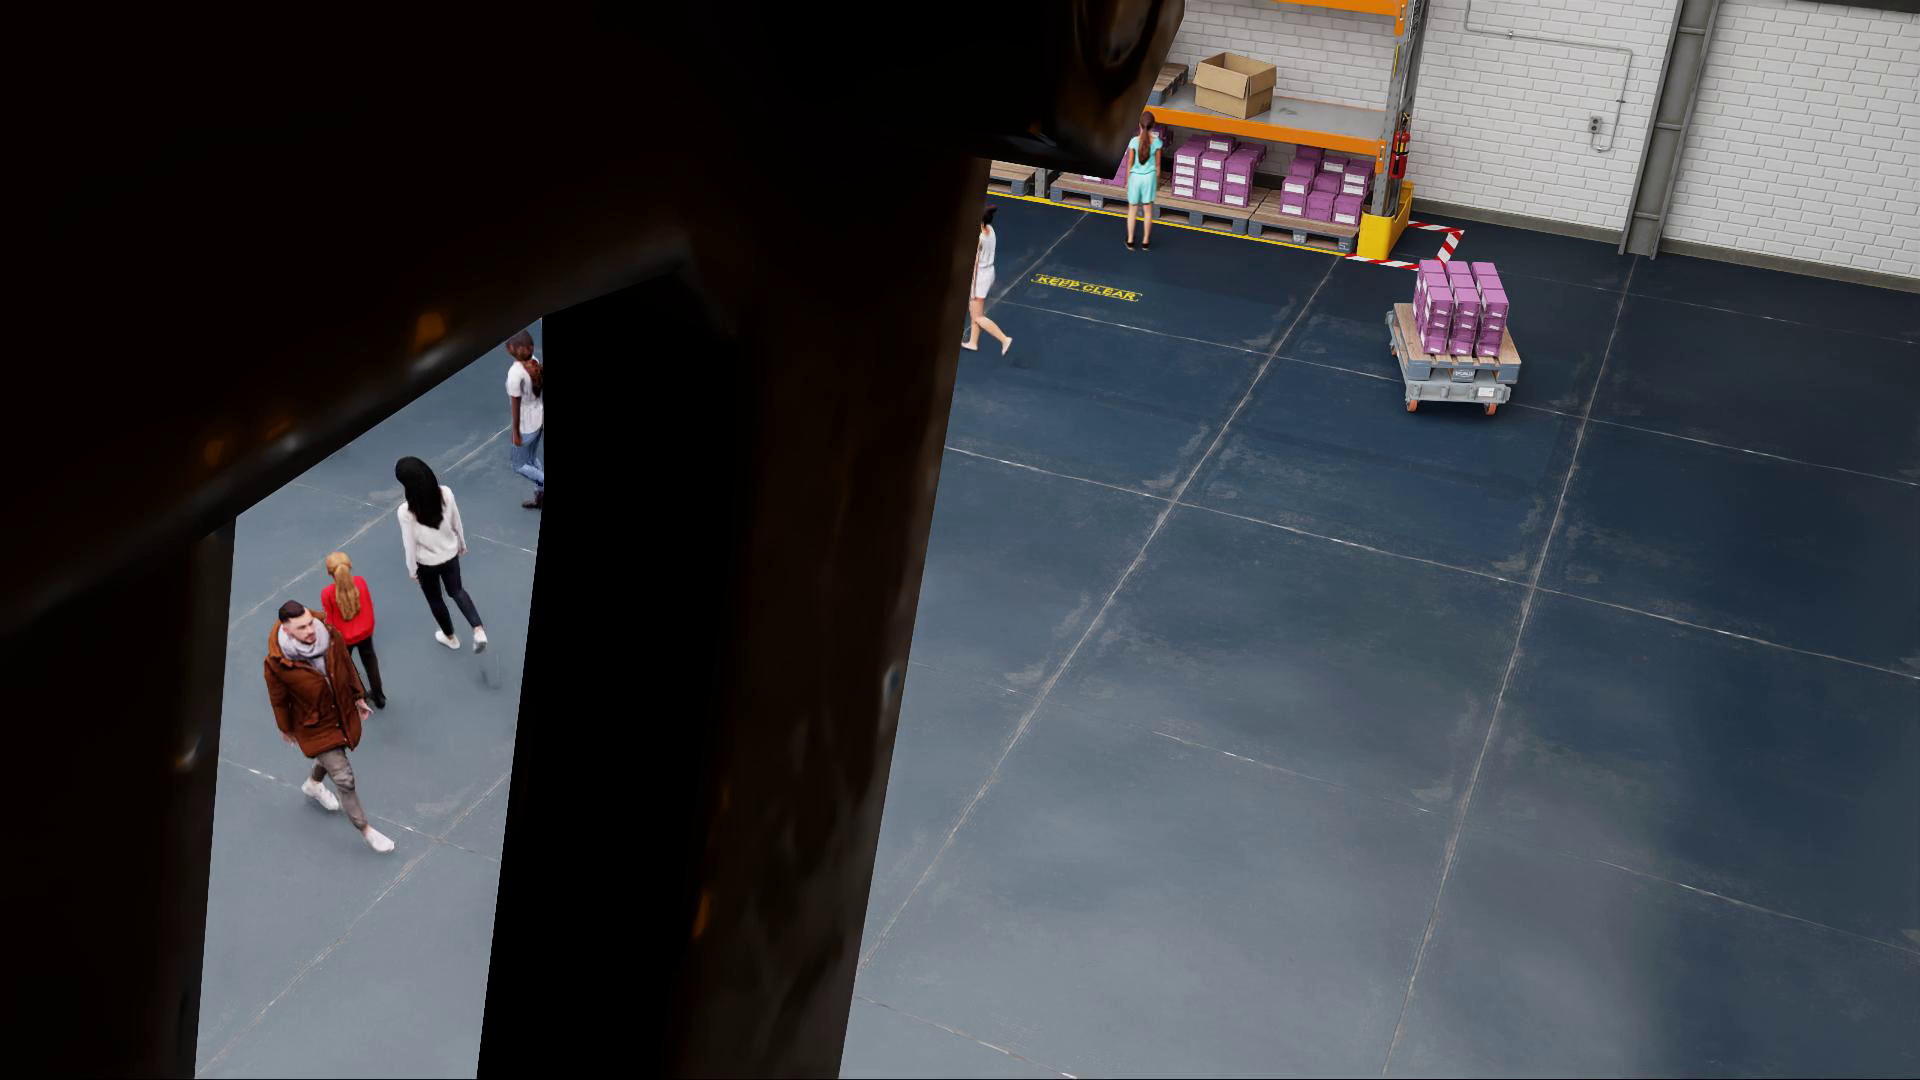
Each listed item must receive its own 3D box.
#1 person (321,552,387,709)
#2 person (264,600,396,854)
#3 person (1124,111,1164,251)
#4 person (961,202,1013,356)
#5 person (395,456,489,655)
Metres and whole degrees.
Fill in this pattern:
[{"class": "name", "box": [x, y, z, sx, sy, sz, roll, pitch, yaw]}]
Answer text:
[{"class": "person", "box": [-4.214, 0.666, 11.616, 0.582, 1.272, 0.610, -25, 41, -32]}, {"class": "person", "box": [-4.053, 1.113, 10.468, 1.145, 1.798, 0.730, 17, 37, 24]}, {"class": "person", "box": [2.017, -3.961, 18.318, 0.576, 1.558, 0.681, 2, 34, 3]}, {"class": "person", "box": [0.258, -2.500, 16.091, 0.859, 1.589, 0.563, 16, 37, 22]}, {"class": "person", "box": [-3.723, 0.166, 12.001, 0.962, 1.678, 0.778, 26, 41, 33]}]
